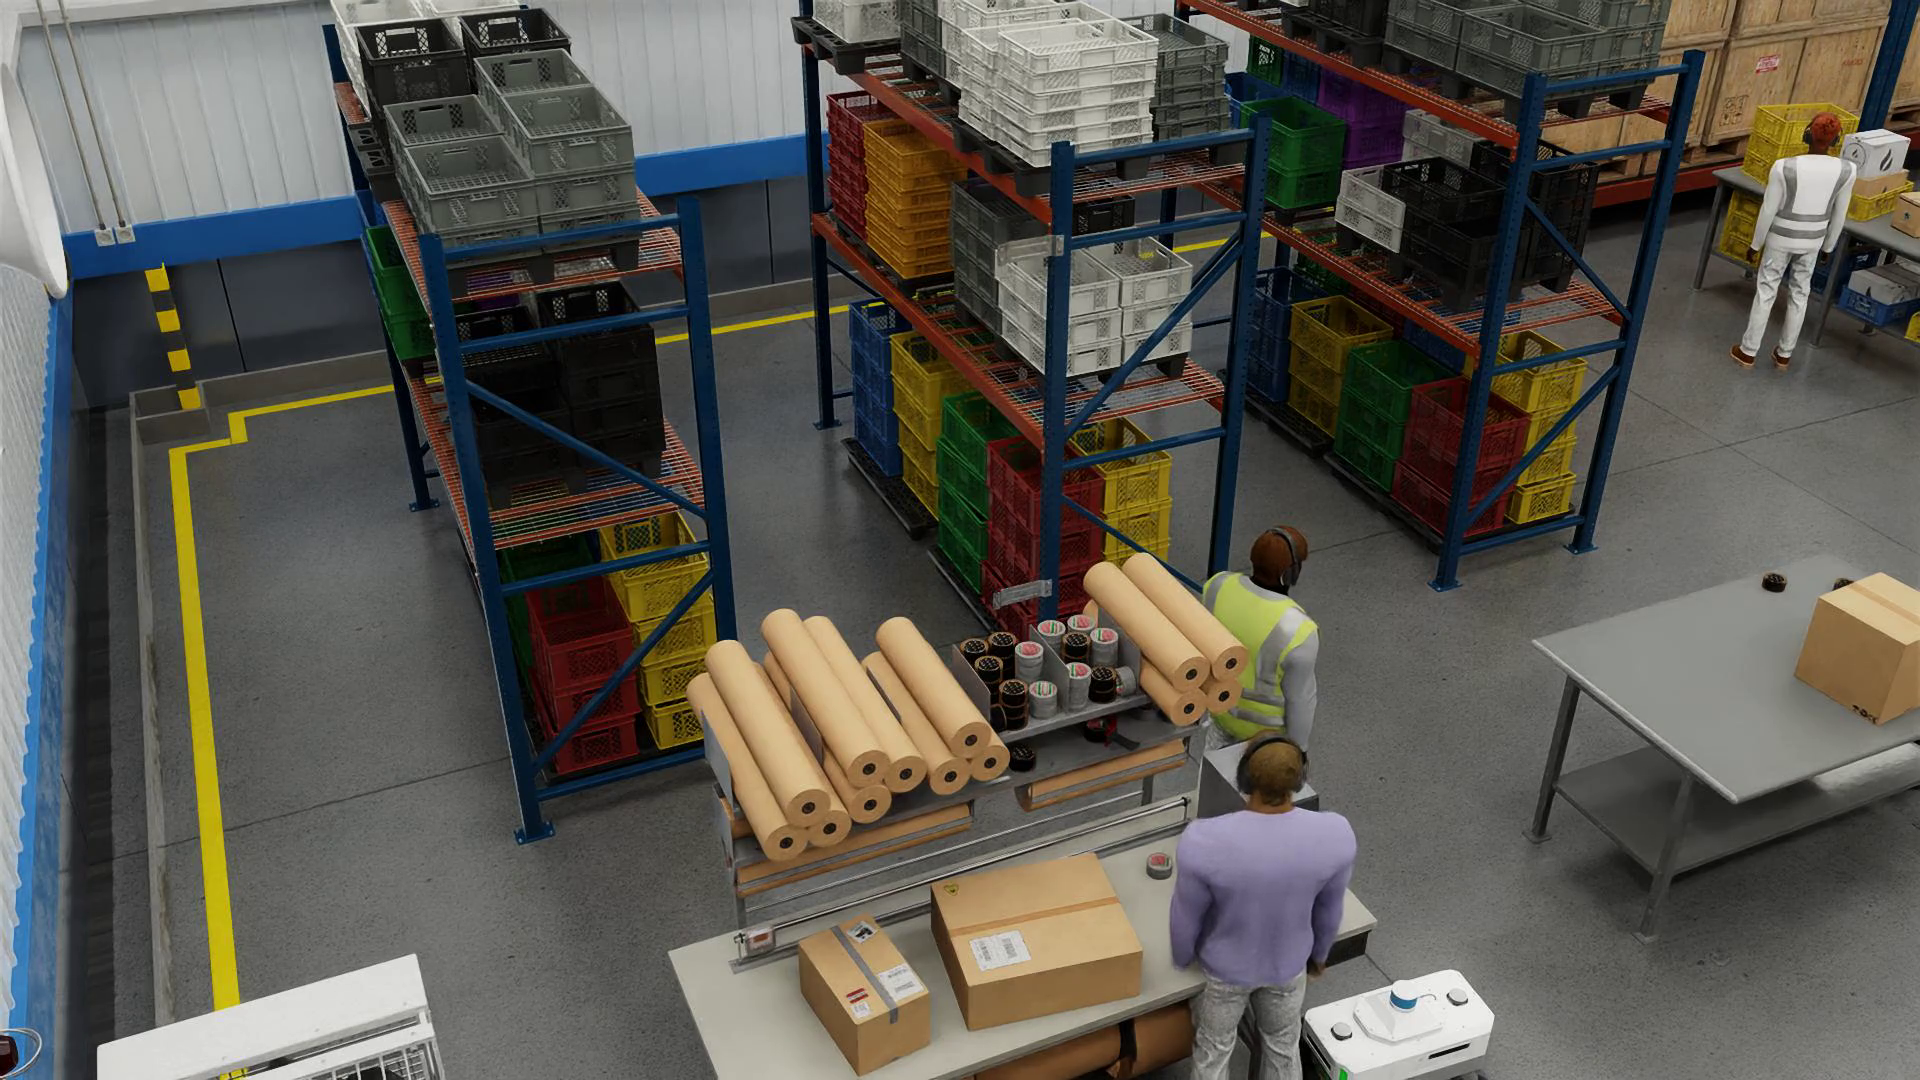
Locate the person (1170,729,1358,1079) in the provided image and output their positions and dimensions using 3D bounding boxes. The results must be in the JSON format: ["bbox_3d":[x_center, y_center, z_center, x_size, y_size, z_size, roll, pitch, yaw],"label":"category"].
[{"bbox_3d":[1.047,1.492,5.959,0.625,1.931,0.373,-4,32,-6],"label":"person"}]

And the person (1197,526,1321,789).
[{"bbox_3d":[1.291,0.754,7.244,0.430,1.836,0.629,-21,38,-31],"label":"person"}]

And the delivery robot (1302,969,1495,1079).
[{"bbox_3d":[1.701,1.919,6.472,0.707,0.478,0.477,-11,33,-17],"label":"delivery robot"}]

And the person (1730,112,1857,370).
[{"bbox_3d":[5.935,-2.112,11.850,0.584,1.880,0.348,4,32,6],"label":"person"}]
